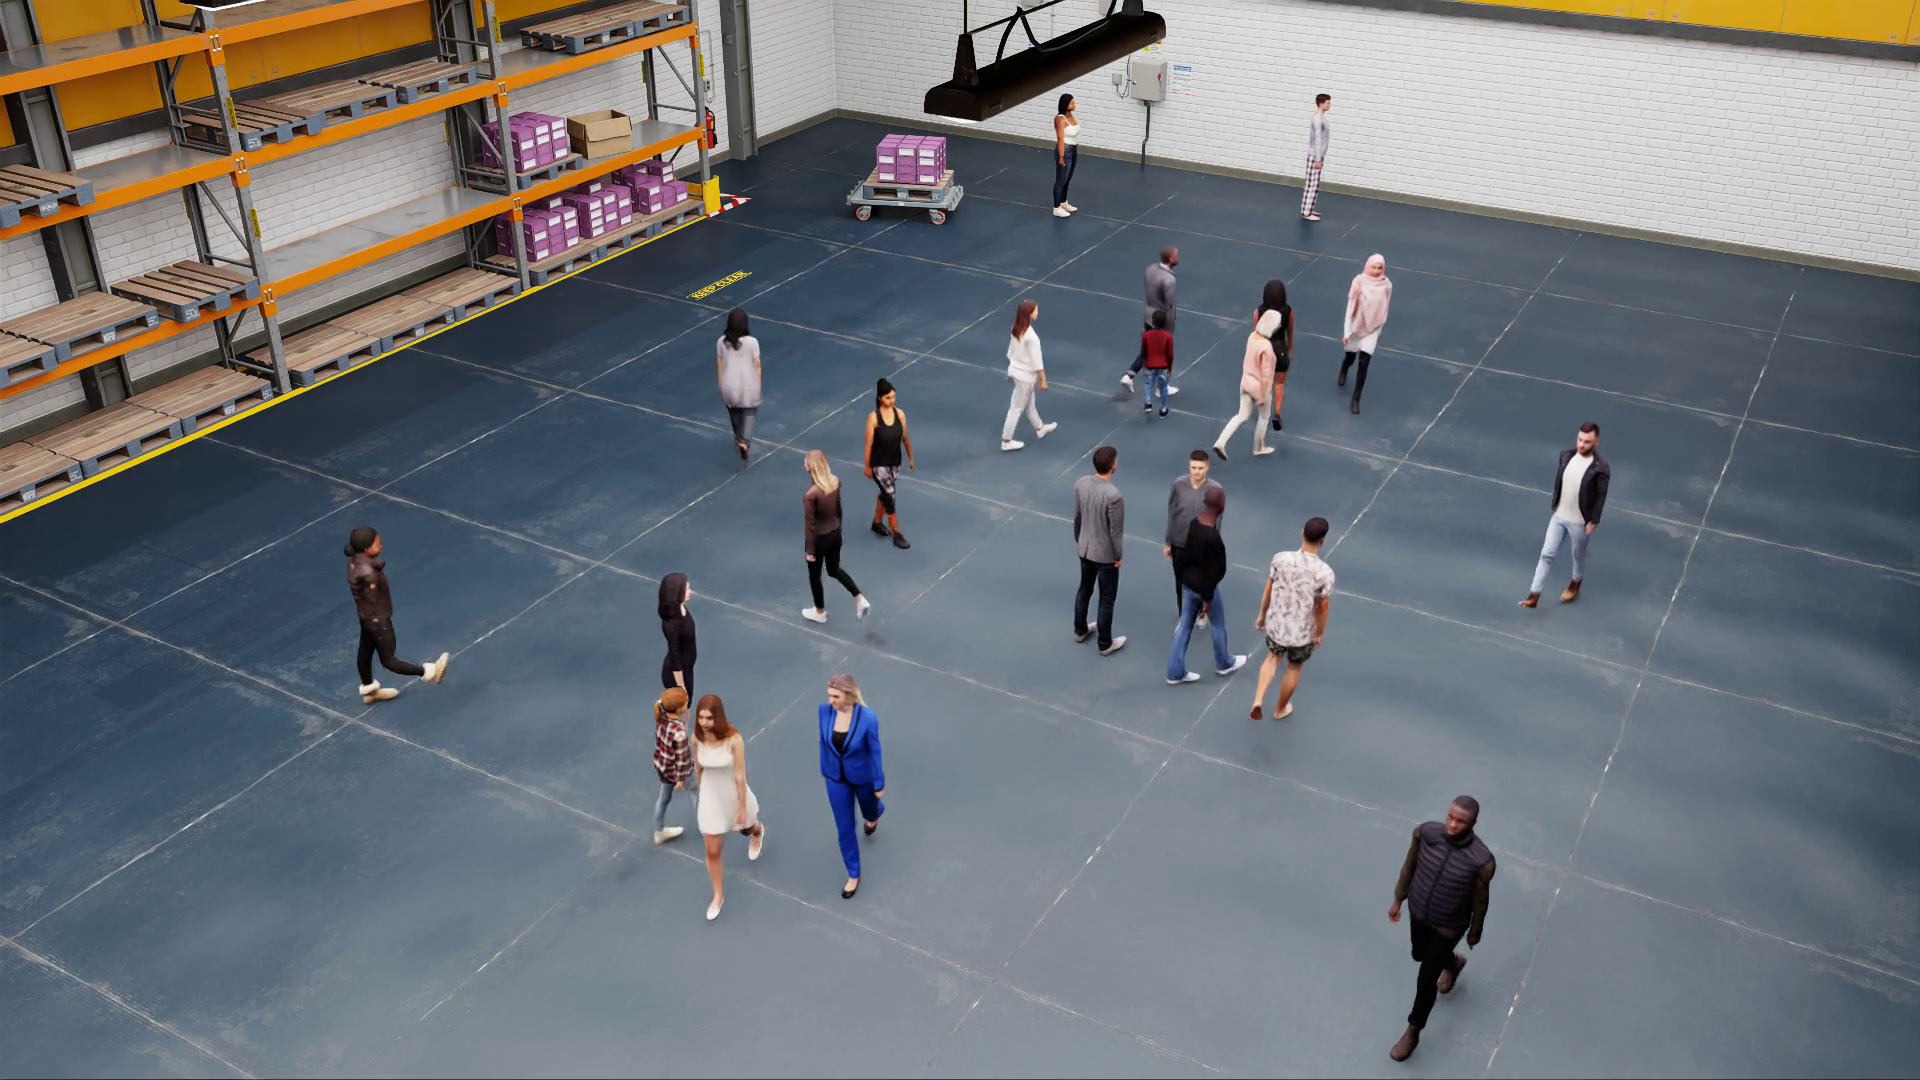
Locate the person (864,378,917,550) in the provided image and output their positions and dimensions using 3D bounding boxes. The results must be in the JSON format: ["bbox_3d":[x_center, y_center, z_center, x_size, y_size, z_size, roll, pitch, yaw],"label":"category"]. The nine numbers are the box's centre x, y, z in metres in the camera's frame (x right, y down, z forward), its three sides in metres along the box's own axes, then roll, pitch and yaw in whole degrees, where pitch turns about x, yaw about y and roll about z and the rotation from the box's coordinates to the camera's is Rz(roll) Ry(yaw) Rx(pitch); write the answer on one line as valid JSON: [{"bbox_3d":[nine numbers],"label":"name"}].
[{"bbox_3d":[-0.757,-0.775,15.890,0.893,1.645,0.839,-23,36,-35],"label":"person"}]

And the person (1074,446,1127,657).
[{"bbox_3d":[1.179,0.081,14.088,0.717,1.868,0.756,-24,36,-36],"label":"person"}]

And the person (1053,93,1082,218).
[{"bbox_3d":[1.560,-5.772,24.879,0.714,1.810,0.560,12,31,21],"label":"person"}]

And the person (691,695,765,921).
[{"bbox_3d":[-1.565,1.704,11.309,0.792,1.681,1.153,6,29,12],"label":"person"}]

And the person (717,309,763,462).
[{"bbox_3d":[-2.330,-1.613,17.489,0.849,1.585,1.043,3,29,5],"label":"person"}]

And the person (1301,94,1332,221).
[{"bbox_3d":[5.290,-5.713,24.733,0.741,1.847,0.572,7,29,13],"label":"person"}]

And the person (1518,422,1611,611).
[{"bbox_3d":[5.480,-0.228,14.724,1.222,1.803,0.901,-24,36,-36],"label":"person"}]

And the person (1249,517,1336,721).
[{"bbox_3d":[2.582,0.697,13.039,0.713,1.792,0.770,13,31,22],"label":"person"}]

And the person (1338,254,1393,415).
[{"bbox_3d":[4.491,-2.358,18.654,0.967,1.777,1.206,3,29,6],"label":"person"}]

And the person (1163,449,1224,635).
[{"bbox_3d":[2.017,-0.015,14.384,0.678,1.753,0.706,9,30,17],"label":"person"}]

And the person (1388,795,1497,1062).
[{"bbox_3d":[2.958,2.269,10.144,1.239,1.803,0.948,-22,36,-35],"label":"person"}]

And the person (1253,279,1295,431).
[{"bbox_3d":[3.377,-1.943,17.941,0.828,1.731,0.934,-2,29,-3],"label":"person"}]

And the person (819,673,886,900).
[{"bbox_3d":[-0.712,1.600,11.512,0.802,1.670,1.115,7,29,12],"label":"person"}]

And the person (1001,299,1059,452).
[{"bbox_3d":[0.597,-1.718,17.605,1.072,1.658,0.935,-13,31,-23],"label":"person"}]

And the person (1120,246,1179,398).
[{"bbox_3d":[2.171,-2.430,18.768,1.102,1.795,0.990,-12,31,-21],"label":"person"}]

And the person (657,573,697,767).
[{"bbox_3d":[-2.094,1.026,12.425,0.718,1.802,0.609,-1,29,-2],"label":"person"}]

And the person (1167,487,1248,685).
[{"bbox_3d":[1.897,0.418,13.643,1.077,1.703,0.938,-10,30,-17],"label":"person"}]

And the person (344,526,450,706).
[{"bbox_3d":[-4.557,0.608,13.354,1.024,1.645,0.849,-22,36,-34],"label":"person"}]

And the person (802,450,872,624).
[{"bbox_3d":[-1.105,0.031,14.374,0.728,1.682,0.885,18,33,29],"label":"person"}]

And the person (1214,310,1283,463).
[{"bbox_3d":[3.008,-1.571,17.306,1.114,1.686,0.985,-12,31,-21],"label":"person"}]

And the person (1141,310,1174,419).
[{"bbox_3d":[2.161,-1.923,18.416,0.593,1.243,0.641,7,29,13],"label":"person"}]
